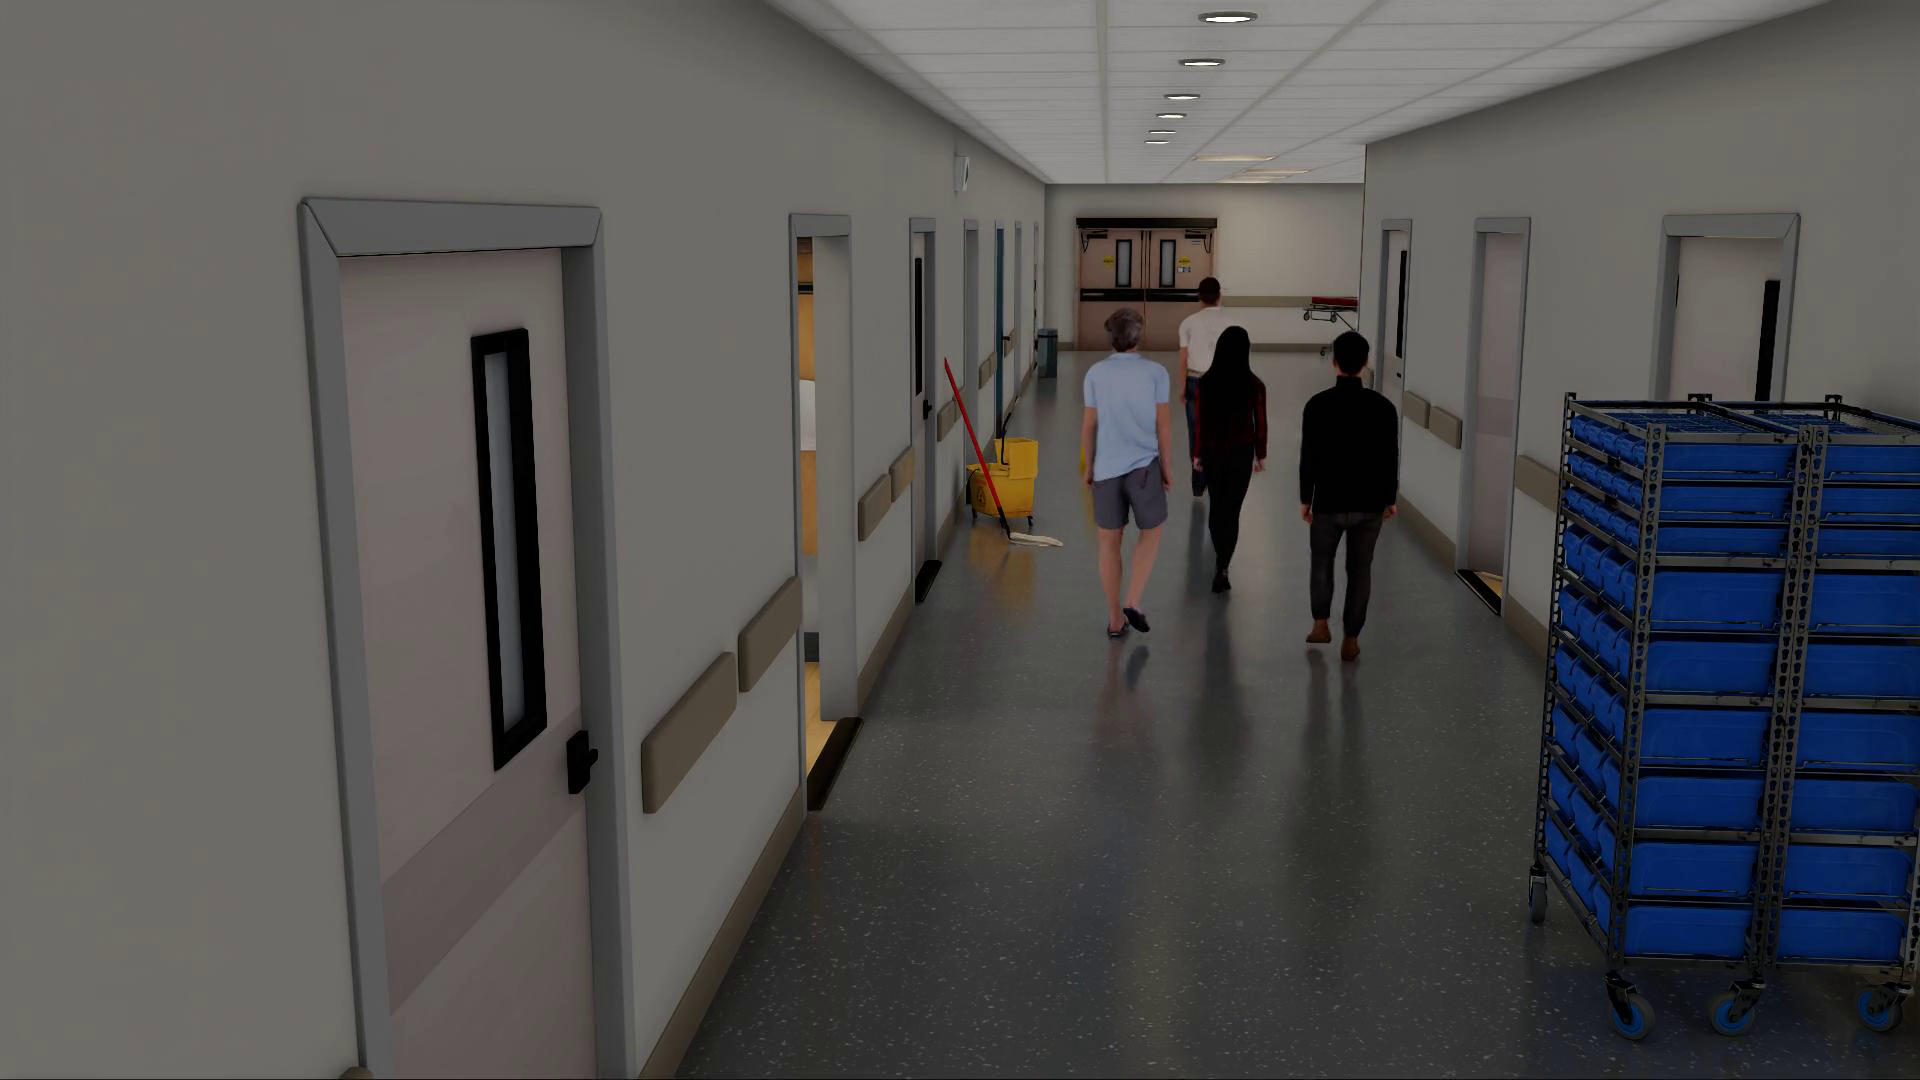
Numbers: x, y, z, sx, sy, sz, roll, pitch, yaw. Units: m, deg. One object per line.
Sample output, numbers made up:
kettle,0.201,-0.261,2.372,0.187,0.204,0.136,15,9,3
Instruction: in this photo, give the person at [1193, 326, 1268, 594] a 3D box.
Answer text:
person,1.647,-0.473,10.279,0.740,1.628,0.988,4,11,18

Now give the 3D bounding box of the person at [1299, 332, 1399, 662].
person,2.031,-0.212,8.680,0.700,1.712,0.675,3,11,14

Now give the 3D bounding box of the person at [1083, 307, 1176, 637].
person,0.898,-0.350,9.102,0.724,1.825,0.767,3,11,15

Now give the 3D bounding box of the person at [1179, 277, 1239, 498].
person,2.030,-1.194,13.569,0.689,1.819,1.190,1,11,4
